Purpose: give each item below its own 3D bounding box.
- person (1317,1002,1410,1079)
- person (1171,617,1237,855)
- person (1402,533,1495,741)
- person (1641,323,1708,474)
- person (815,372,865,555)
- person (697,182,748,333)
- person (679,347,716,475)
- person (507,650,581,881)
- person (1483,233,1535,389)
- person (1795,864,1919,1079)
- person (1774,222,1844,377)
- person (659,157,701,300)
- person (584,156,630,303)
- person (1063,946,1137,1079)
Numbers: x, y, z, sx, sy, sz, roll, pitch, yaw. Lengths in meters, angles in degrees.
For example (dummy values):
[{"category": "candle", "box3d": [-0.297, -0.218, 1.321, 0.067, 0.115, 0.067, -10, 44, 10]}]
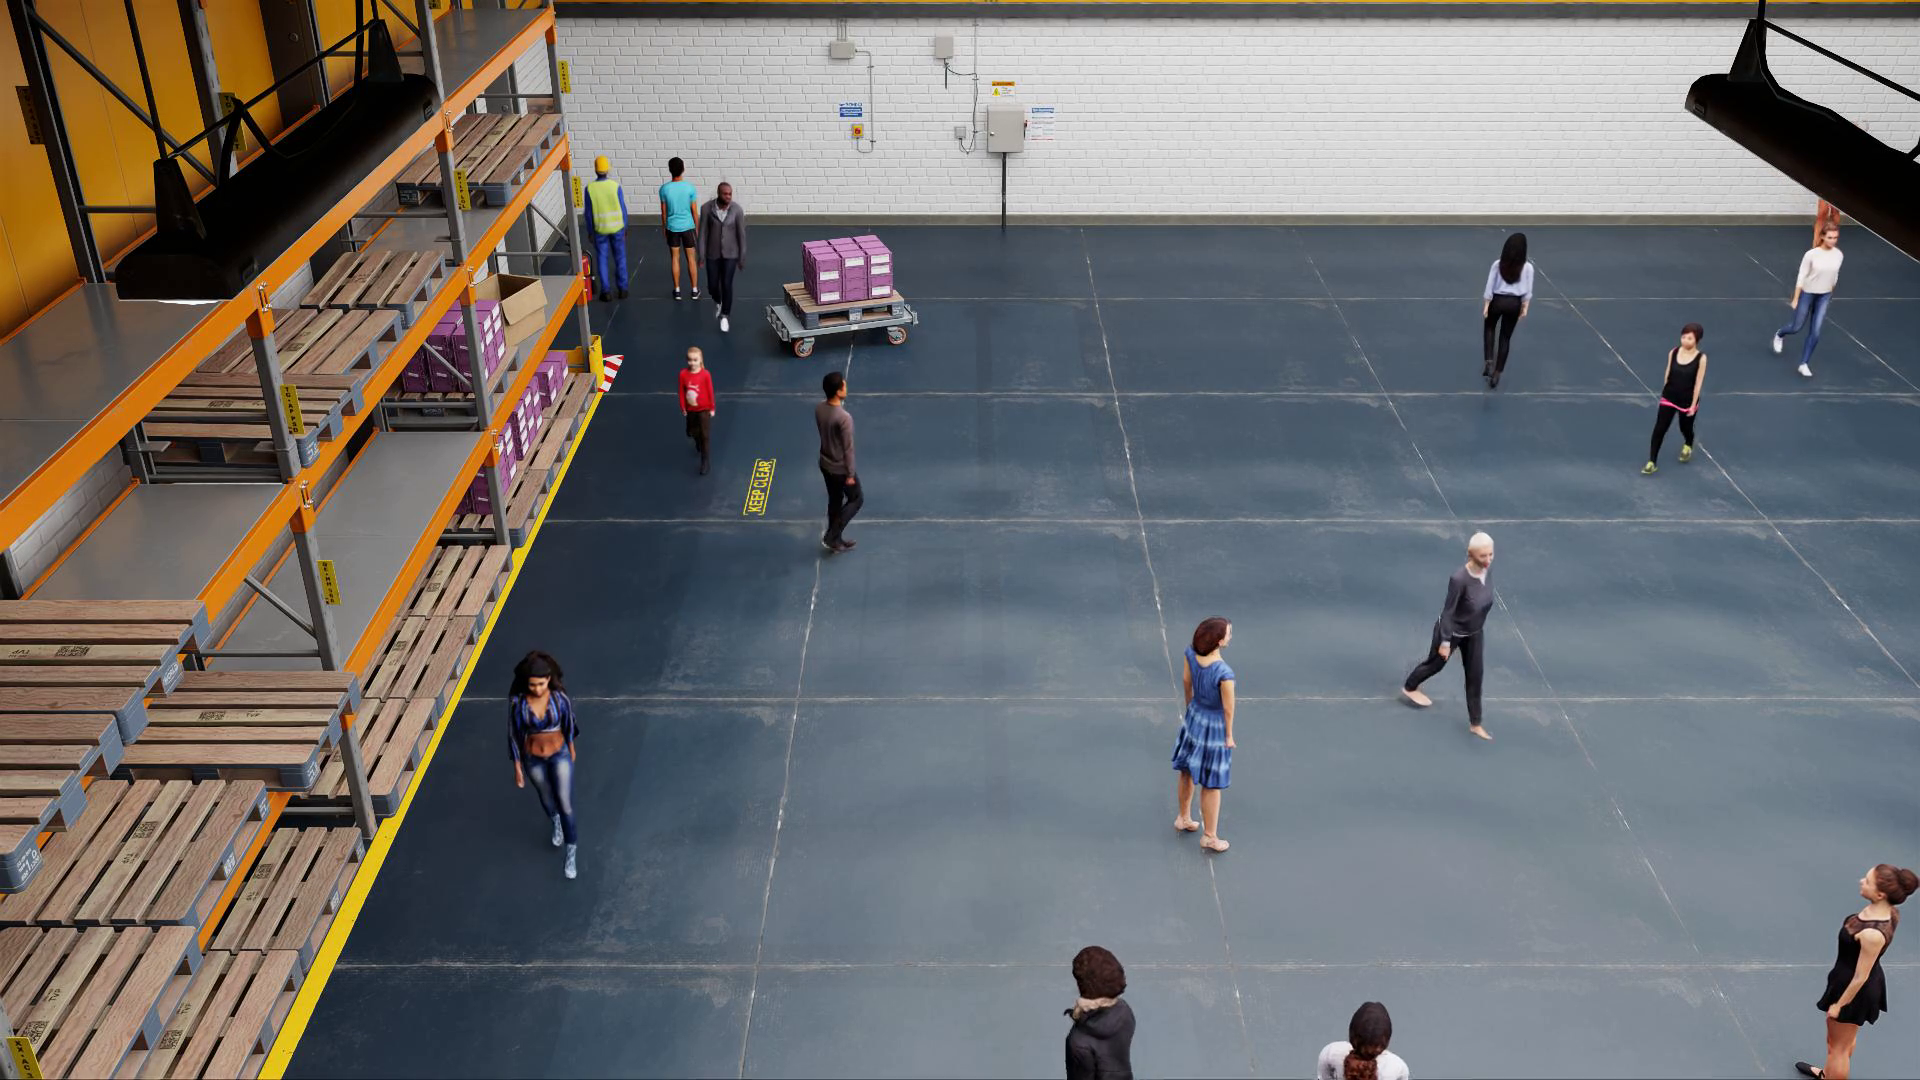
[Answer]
[{"category": "person", "box3d": [1.923, 2.996, 8.175, 0.757, 1.695, 1.105, 7, 29, 12]}, {"category": "person", "box3d": [1.664, 1.301, 11.167, 0.818, 1.805, 0.713, -18, 33, -30]}, {"category": "person", "box3d": [3.706, 0.638, 12.526, 1.033, 1.668, 1.217, -18, 33, -30]}, {"category": "person", "box3d": [7.155, -1.406, 16.429, 0.961, 1.520, 1.050, 23, 36, 36]}, {"category": "person", "box3d": [-1.168, -0.645, 14.783, 0.787, 1.760, 0.855, 19, 34, 31]}, {"category": "person", "box3d": [-2.830, -3.404, 19.802, 0.771, 1.797, 0.774, -1, 29, -3]}, {"category": "person", "box3d": [-2.601, -1.330, 16.551, 0.495, 1.268, 0.773, 0, 29, 1]}, {"category": "person", "box3d": [-2.779, 1.426, 11.159, 0.713, 1.594, 0.923, -4, 29, -8]}, {"category": "person", "box3d": [5.951, -2.477, 18.170, 0.731, 1.731, 0.709, 6, 29, 11]}, {"category": "person", "box3d": [4.935, 2.460, 9.180, 0.739, 1.675, 0.656, 18, 33, 30]}, {"category": "person", "box3d": [9.542, -2.737, 18.683, 0.601, 1.698, 0.997, 0, 29, 1]}, {"category": "person", "box3d": [-3.475, -3.867, 20.675, 0.643, 1.773, 0.573, -5, 29, -9]}, {"category": "person", "box3d": [-4.361, -3.852, 20.604, 0.754, 1.815, 0.714, -9, 30, -16]}, {"category": "person", "box3d": [0.762, 2.883, 8.339, 0.942, 1.736, 0.878, 22, 35, 34]}]
